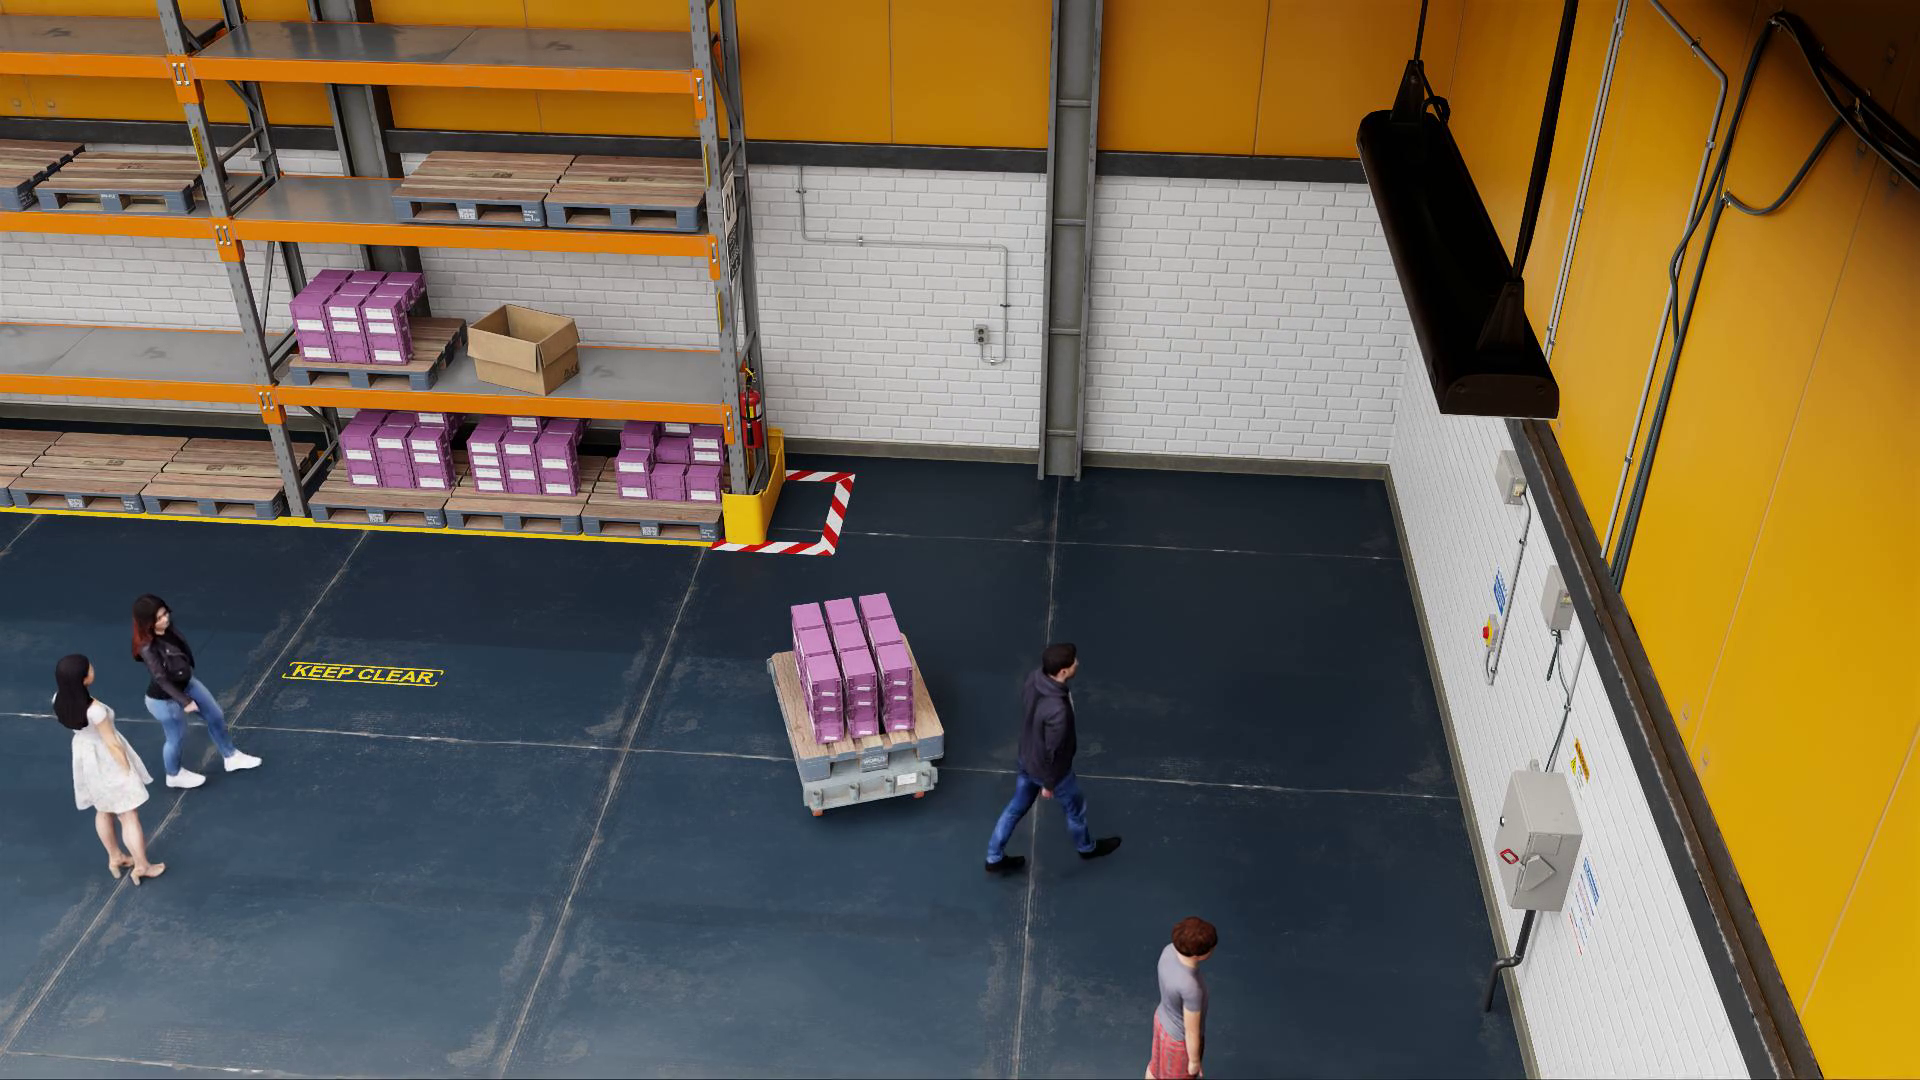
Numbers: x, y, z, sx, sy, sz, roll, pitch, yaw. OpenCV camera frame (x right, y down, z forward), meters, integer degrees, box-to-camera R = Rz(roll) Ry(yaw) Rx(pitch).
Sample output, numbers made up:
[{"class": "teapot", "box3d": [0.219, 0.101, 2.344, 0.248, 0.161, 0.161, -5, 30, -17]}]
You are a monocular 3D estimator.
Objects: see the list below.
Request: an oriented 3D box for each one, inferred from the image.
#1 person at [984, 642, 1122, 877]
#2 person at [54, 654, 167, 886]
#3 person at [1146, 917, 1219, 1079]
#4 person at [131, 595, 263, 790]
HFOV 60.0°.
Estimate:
[{"class": "person", "box3d": [0.455, 1.440, 10.597, 1.283, 1.841, 1.041, -12, 35, -17]}, {"class": "person", "box3d": [-5.464, 1.468, 10.620, 0.690, 1.770, 0.814, 14, 36, 20]}, {"class": "person", "box3d": [1.174, 2.647, 8.954, 0.607, 1.650, 0.648, -6, 34, -9]}, {"class": "person", "box3d": [-5.462, 1.058, 11.374, 0.915, 1.618, 0.751, -3, 34, -4]}]
